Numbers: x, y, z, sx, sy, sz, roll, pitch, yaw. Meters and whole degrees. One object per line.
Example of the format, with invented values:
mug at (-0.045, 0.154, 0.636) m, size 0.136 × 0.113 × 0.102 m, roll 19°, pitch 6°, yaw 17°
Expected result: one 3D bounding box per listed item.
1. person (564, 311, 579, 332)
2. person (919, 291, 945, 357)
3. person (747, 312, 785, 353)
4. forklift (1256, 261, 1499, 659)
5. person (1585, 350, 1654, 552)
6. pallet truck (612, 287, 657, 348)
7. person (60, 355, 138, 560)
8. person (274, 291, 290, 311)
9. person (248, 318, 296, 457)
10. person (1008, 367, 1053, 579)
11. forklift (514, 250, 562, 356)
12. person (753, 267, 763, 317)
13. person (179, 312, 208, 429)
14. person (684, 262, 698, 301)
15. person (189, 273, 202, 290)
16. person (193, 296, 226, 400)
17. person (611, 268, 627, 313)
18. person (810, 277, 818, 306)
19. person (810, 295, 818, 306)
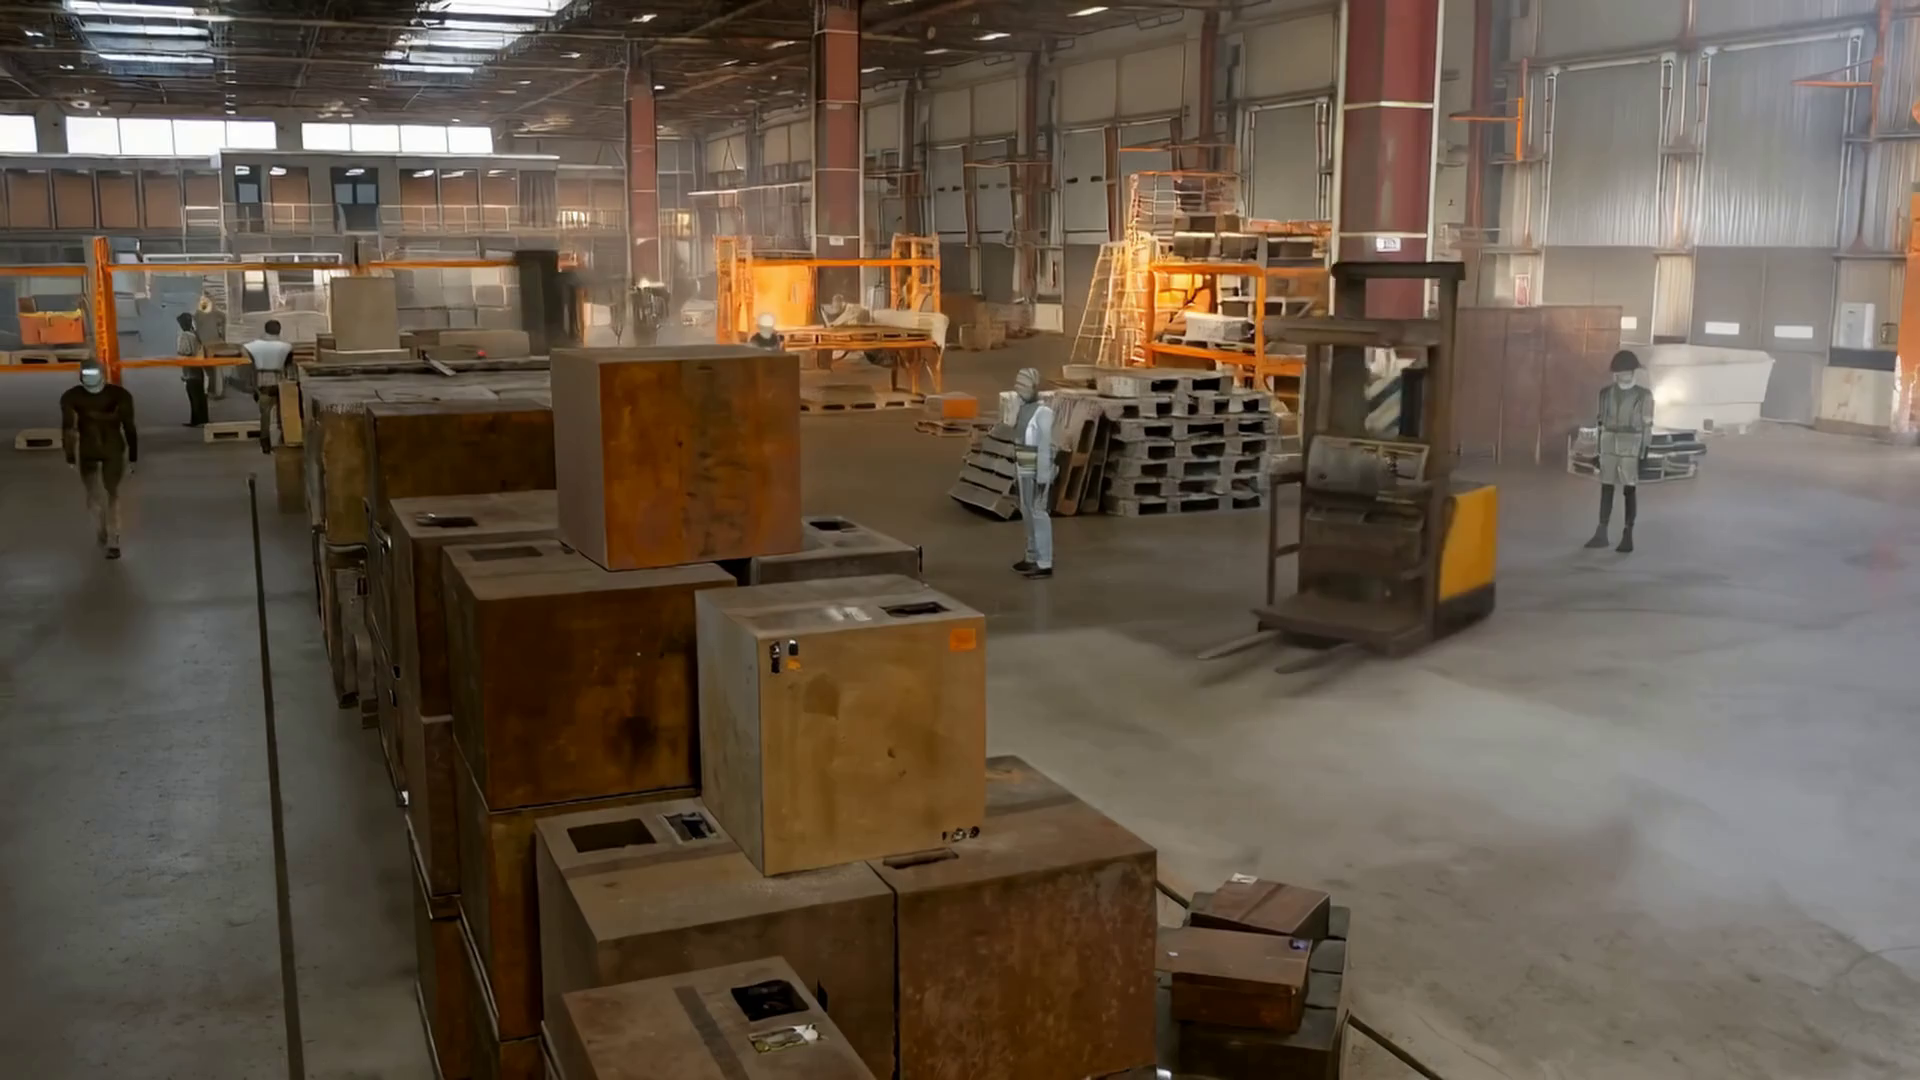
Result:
person at (-8.737, -4.674, 37.802) m, size 0.850 × 1.649 × 0.548 m, roll 3°, pitch 11°, yaw 18°
person at (-0.790, -5.325, 41.278) m, size 0.835 × 1.709 × 0.490 m, roll 2°, pitch 11°, yaw 12°
person at (-2.821, -2.371, 24.387) m, size 0.593 × 1.922 × 0.384 m, roll -5°, pitch 12°, yaw -28°
forklift at (3.252, -0.703, 12.558) m, size 1.129 × 2.768 × 1.873 m, roll 9°, pitch 13°, yaw 40°
person at (6.338, -0.852, 15.984) m, size 0.361 × 1.938 × 0.546 m, roll -10°, pitch 14°, yaw -44°
pallet truck at (-6.464, -4.406, 35.401) m, size 0.823 × 1.965 × 1.885 m, roll 6°, pitch 12°, yaw 32°
person at (-8.108, -0.797, 15.737) m, size 0.643 × 1.924 × 0.644 m, roll -3°, pitch 11°, yaw -18°
person at (-14.460, -4.387, 35.649) m, size 0.328 × 1.872 × 0.513 m, roll 1°, pitch 10°, yaw 8°
person at (-9.451, -2.085, 22.881) m, size 0.597 × 1.908 × 0.394 m, roll -1°, pitch 10°, yaw -6°
person at (0.641, -0.594, 14.744) m, size 0.351 × 1.878 × 0.568 m, roll -4°, pitch 11°, yaw -19°
forklift at (-5.878, -2.662, 23.359) m, size 1.873 × 2.768 × 1.129 m, roll 1°, pitch 10°, yaw 4°
person at (-7.758, -9.557, 64.014) m, size 0.396 × 1.918 × 0.587 m, roll 0°, pitch 10°, yaw 1°
person at (-12.122, -2.668, 26.246) m, size 0.346 × 1.847 × 0.505 m, roll 1°, pitch 10°, yaw 5°
person at (-12.826, -12.343, 79.345) m, size 0.625 × 1.939 × 1.045 m, roll -6°, pitch 12°, yaw -28°
person at (-24.782, -7.709, 53.923) m, size 0.565 × 1.883 × 0.984 m, roll 8°, pitch 13°, yaw 38°
person at (-13.950, -3.557, 30.891) m, size 0.632 × 1.940 × 0.372 m, roll -1°, pitch 10°, yaw -7°
person at (-13.697, -10.033, 66.918) m, size 0.635 × 1.825 × 0.708 m, roll -4°, pitch 11°, yaw -22°
person at (-3.976, -6.548, 47.339) m, size 0.603 × 1.949 × 0.389 m, roll -3°, pitch 11°, yaw -14°
person at (-3.439, -5.480, 41.801) m, size 0.644 × 1.826 × 0.429 m, roll 2°, pitch 10°, yaw 11°
